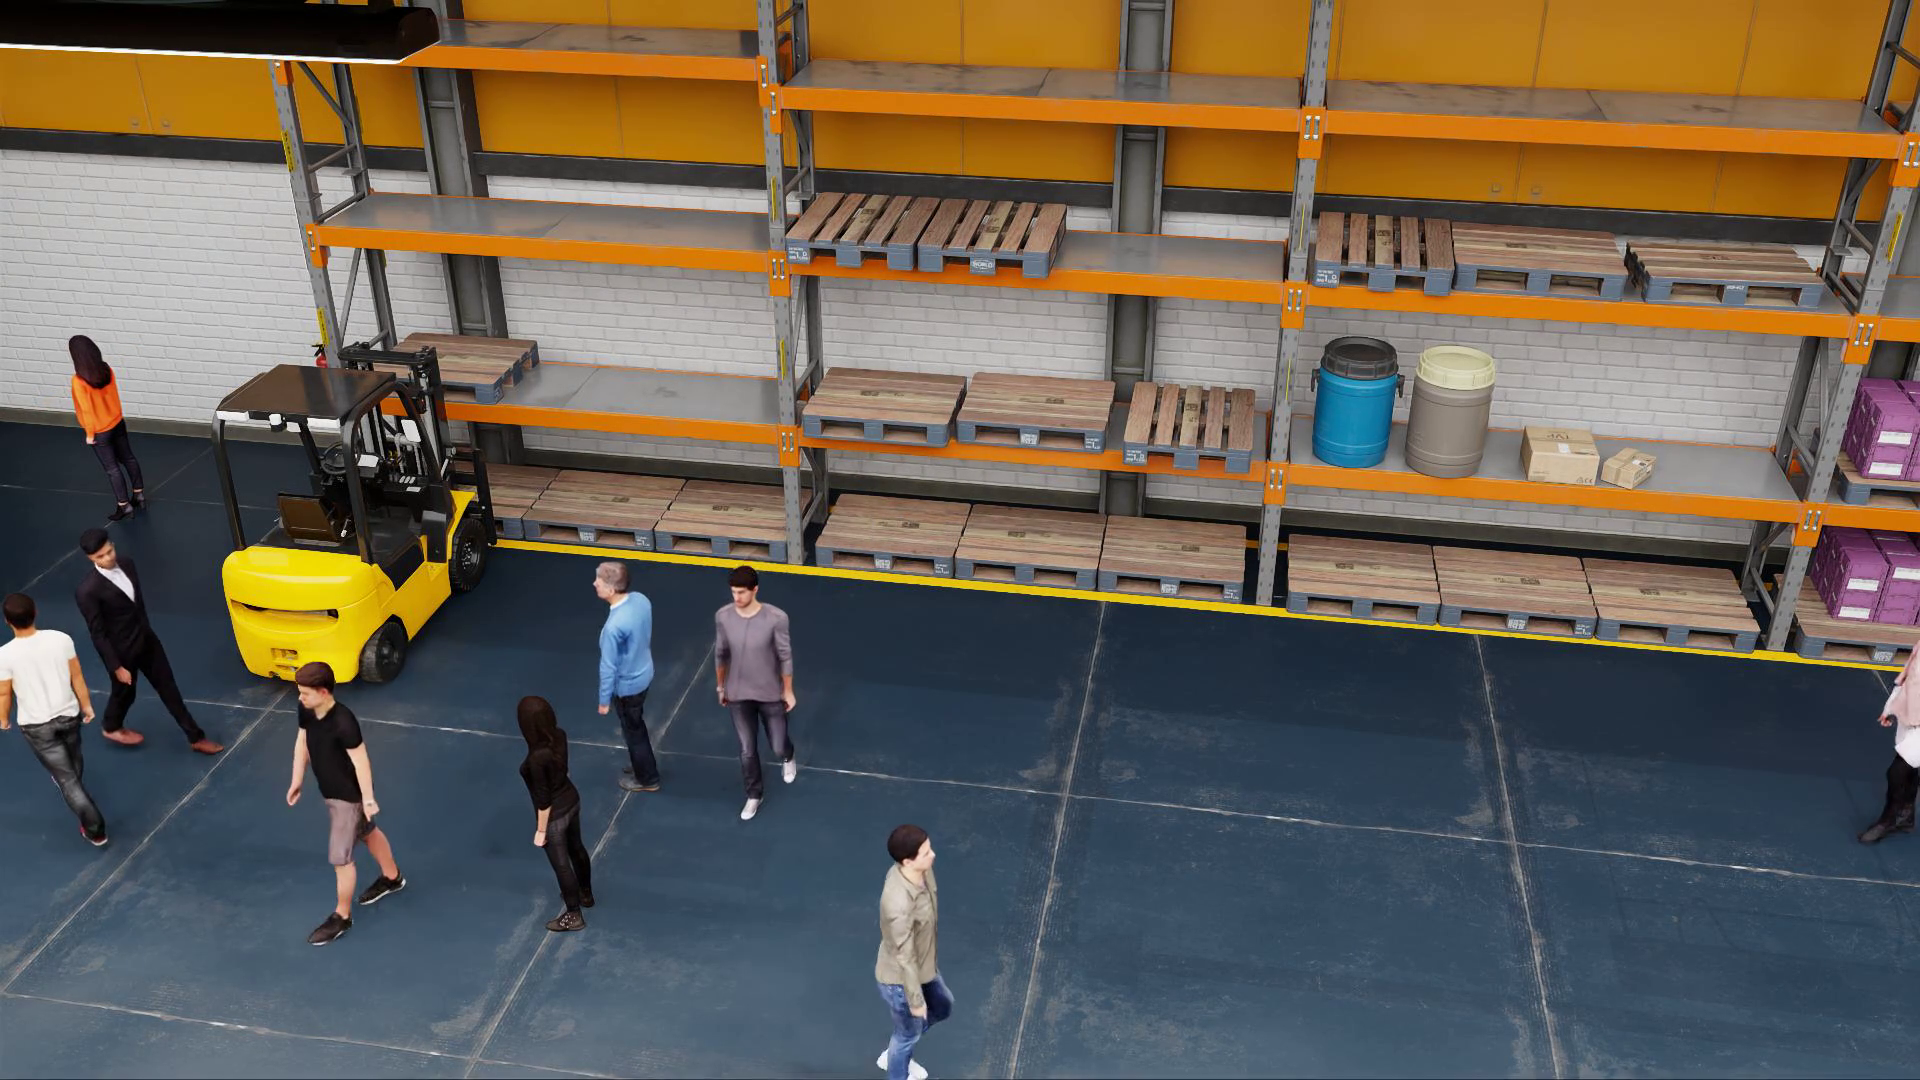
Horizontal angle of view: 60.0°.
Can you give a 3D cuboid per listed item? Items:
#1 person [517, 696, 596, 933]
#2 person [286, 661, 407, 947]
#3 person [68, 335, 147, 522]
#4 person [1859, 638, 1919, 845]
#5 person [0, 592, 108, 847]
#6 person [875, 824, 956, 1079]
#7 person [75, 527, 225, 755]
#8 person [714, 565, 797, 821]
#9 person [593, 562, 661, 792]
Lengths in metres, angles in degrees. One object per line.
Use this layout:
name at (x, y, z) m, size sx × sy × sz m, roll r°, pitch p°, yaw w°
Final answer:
person at (-2.426, 1.639, 10.047) m, size 0.500 × 1.639 × 0.567 m, roll 6°, pitch 29°, yaw 10°
person at (-3.661, 1.486, 10.129) m, size 1.051 × 1.831 × 1.045 m, roll 25°, pitch 37°, yaw 38°
person at (-7.592, -1.010, 14.789) m, size 0.541 × 1.749 × 0.612 m, roll 6°, pitch 29°, yaw 10°
person at (6.294, 1.182, 10.730) m, size 0.829 × 1.789 × 0.773 m, roll -6°, pitch 29°, yaw -12°
person at (-5.830, 1.196, 10.731) m, size 1.207 × 1.763 × 1.011 m, roll 21°, pitch 35°, yaw 34°
person at (-0.356, 2.230, 8.742) m, size 0.622 × 1.853 × 0.708 m, roll 5°, pitch 29°, yaw 9°
person at (-5.841, 0.735, 11.508) m, size 1.214 × 1.829 × 0.784 m, roll 6°, pitch 29°, yaw 11°
person at (-1.328, 0.961, 11.082) m, size 0.745 × 1.841 × 0.751 m, roll 5°, pitch 29°, yaw 9°
person at (-2.144, 0.934, 11.168) m, size 0.576 × 1.804 × 0.688 m, roll 6°, pitch 29°, yaw 11°
